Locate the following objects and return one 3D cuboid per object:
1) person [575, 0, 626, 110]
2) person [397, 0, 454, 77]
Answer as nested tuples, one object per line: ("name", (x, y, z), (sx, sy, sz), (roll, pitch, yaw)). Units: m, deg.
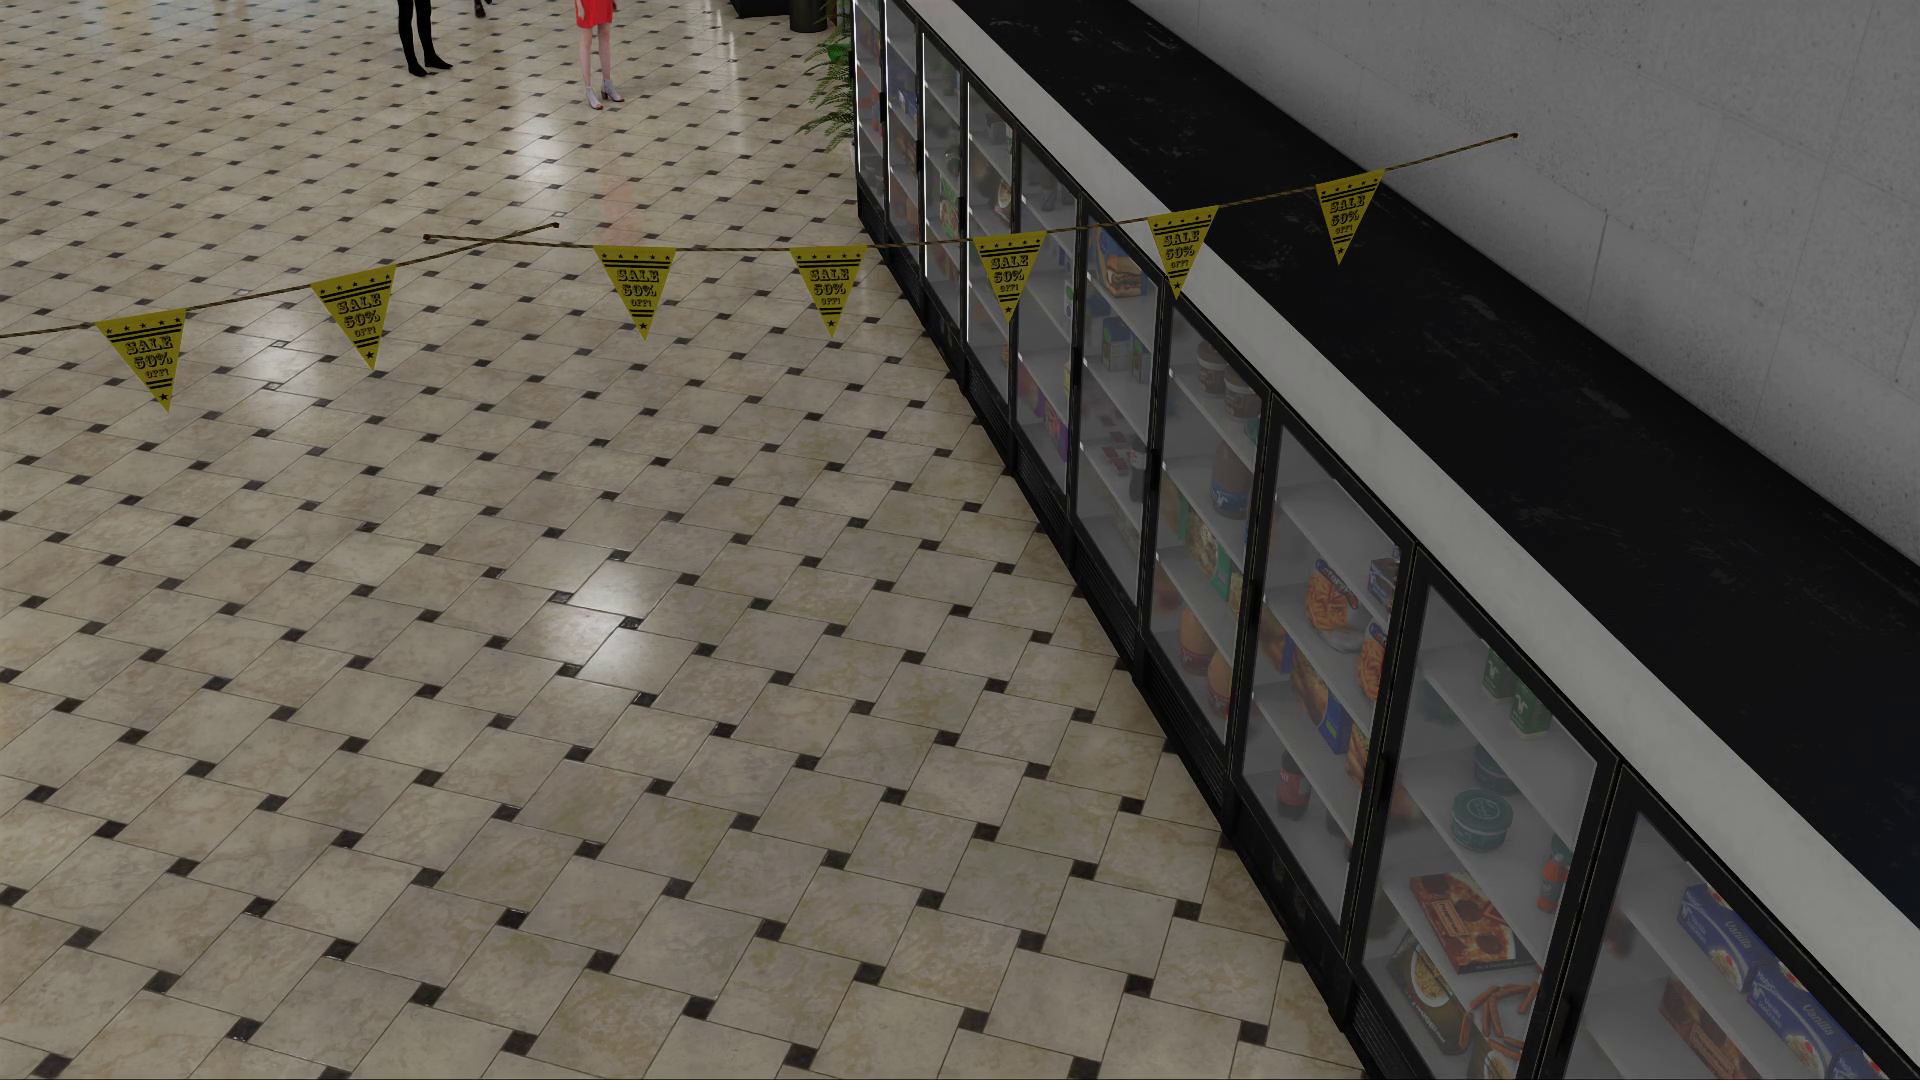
("person", (-3.203, -4.716, 14.499), (0.732, 1.828, 0.647), (21, 38, 30))
("person", (-5.085, -5.291, 15.360), (0.849, 1.894, 0.773), (20, 37, 29))
